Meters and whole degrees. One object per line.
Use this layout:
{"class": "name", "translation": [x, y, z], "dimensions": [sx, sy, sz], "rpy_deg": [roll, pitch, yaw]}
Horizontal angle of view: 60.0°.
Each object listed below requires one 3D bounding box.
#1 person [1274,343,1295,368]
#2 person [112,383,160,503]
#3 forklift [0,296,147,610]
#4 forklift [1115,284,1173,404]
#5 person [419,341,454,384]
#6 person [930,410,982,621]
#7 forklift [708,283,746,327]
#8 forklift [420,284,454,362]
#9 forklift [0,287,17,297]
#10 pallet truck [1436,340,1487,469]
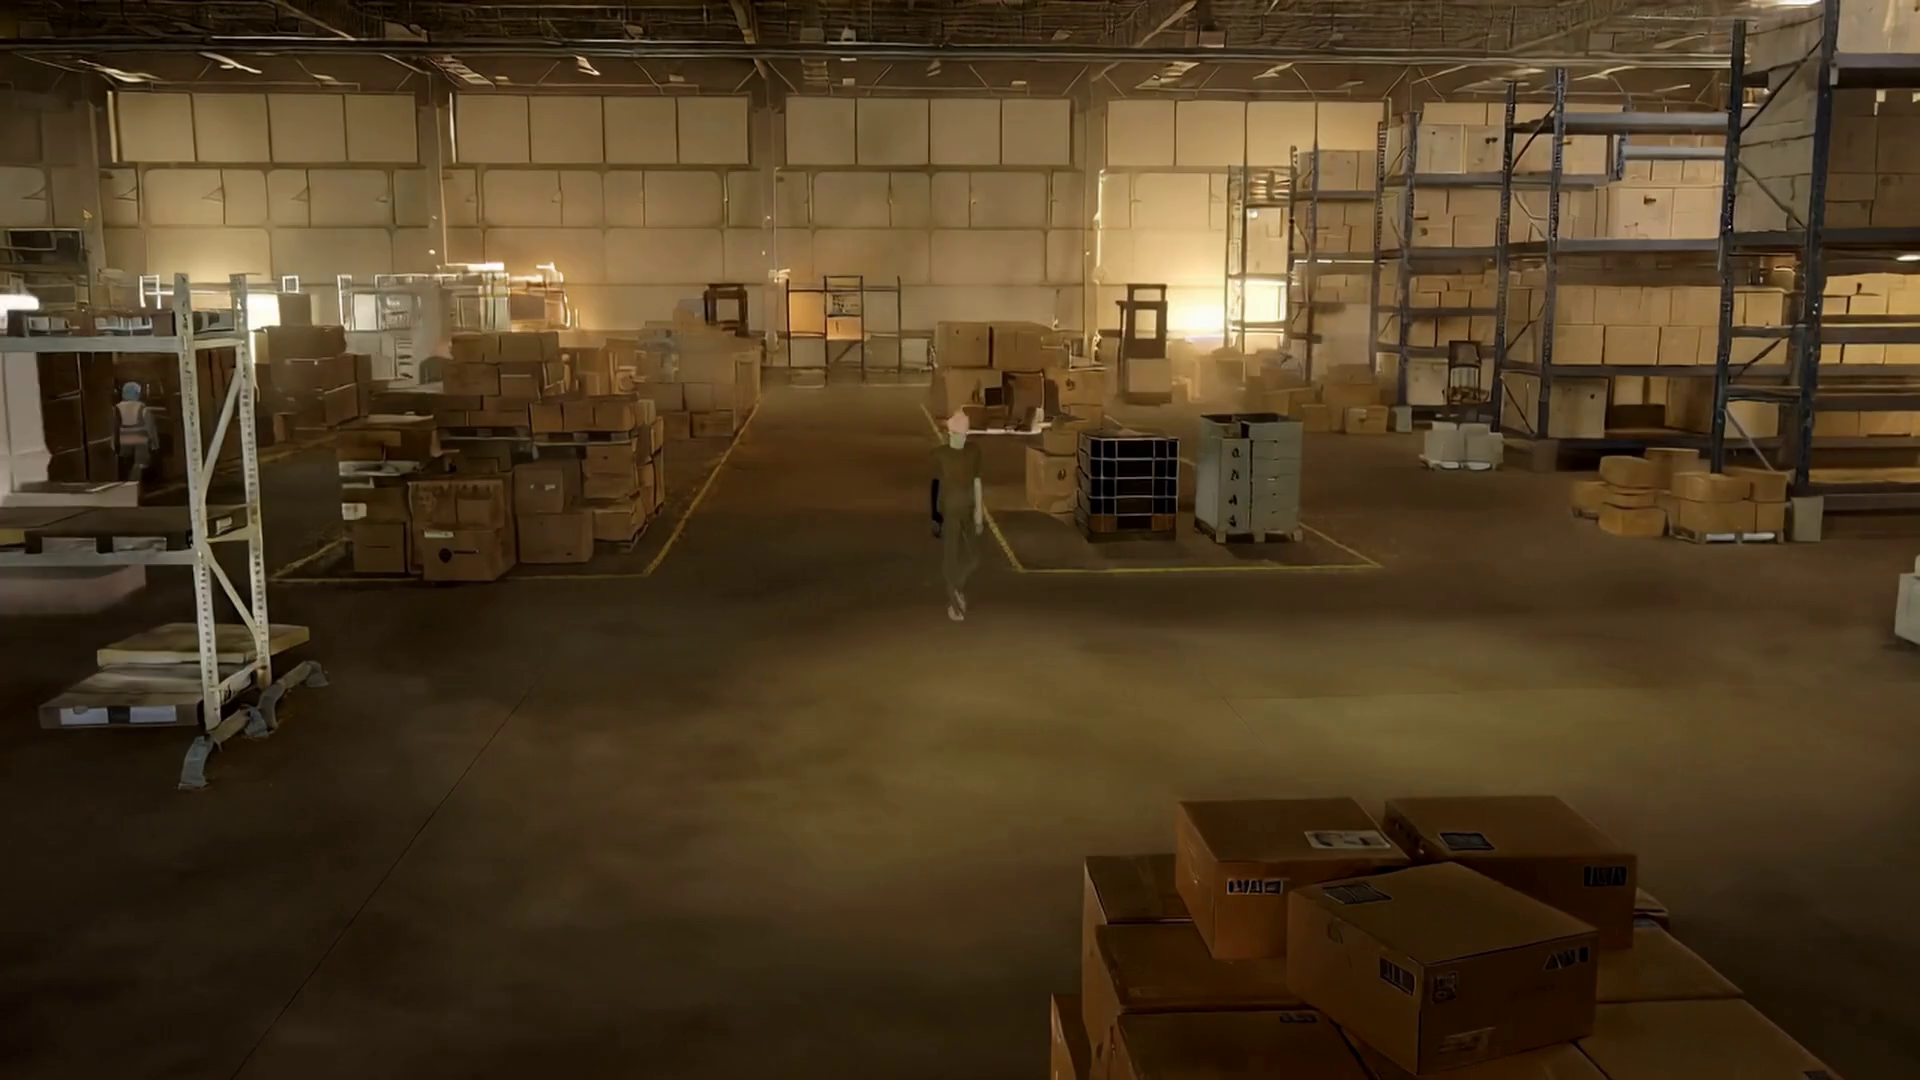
{"class": "person", "translation": [6.827, -3.330, 34.860], "dimensions": [0.620, 1.625, 0.516], "rpy_deg": [-9, 12, -43]}
{"class": "person", "translation": [-10.956, -1.286, 22.119], "dimensions": [0.536, 1.590, 0.862], "rpy_deg": [-1, 9, -3]}
{"class": "forklift", "translation": [-8.653, -0.813, 15.137], "dimensions": [1.873, 2.768, 1.129], "rpy_deg": [-1, 9, -4]}
{"class": "forklift", "translation": [4.369, -4.645, 39.199], "dimensions": [1.129, 2.768, 1.873], "rpy_deg": [-1, 9, -4]}
{"class": "person", "translation": [-8.997, -2.474, 28.698], "dimensions": [0.640, 1.899, 1.036], "rpy_deg": [1, 9, 7]}
{"class": "person", "translation": [-0.045, -0.218, 14.620], "dimensions": [0.528, 1.858, 0.440], "rpy_deg": [-4, 10, -21]}
{"class": "forklift", "translation": [-5.818, -5.043, 41.696], "dimensions": [1.129, 2.768, 1.873], "rpy_deg": [-1, 9, -4]}
{"class": "forklift", "translation": [-12.016, -4.519, 38.407], "dimensions": [1.873, 2.768, 1.129], "rpy_deg": [2, 9, 11]}
{"class": "forklift", "translation": [-16.258, -2.887, 28.158], "dimensions": [1.873, 2.768, 1.129], "rpy_deg": [-1, 9, -4]}
{"class": "pallet truck", "translation": [8.004, -2.170, 26.422], "dimensions": [0.823, 1.965, 1.885], "rpy_deg": [2, 9, 14]}
